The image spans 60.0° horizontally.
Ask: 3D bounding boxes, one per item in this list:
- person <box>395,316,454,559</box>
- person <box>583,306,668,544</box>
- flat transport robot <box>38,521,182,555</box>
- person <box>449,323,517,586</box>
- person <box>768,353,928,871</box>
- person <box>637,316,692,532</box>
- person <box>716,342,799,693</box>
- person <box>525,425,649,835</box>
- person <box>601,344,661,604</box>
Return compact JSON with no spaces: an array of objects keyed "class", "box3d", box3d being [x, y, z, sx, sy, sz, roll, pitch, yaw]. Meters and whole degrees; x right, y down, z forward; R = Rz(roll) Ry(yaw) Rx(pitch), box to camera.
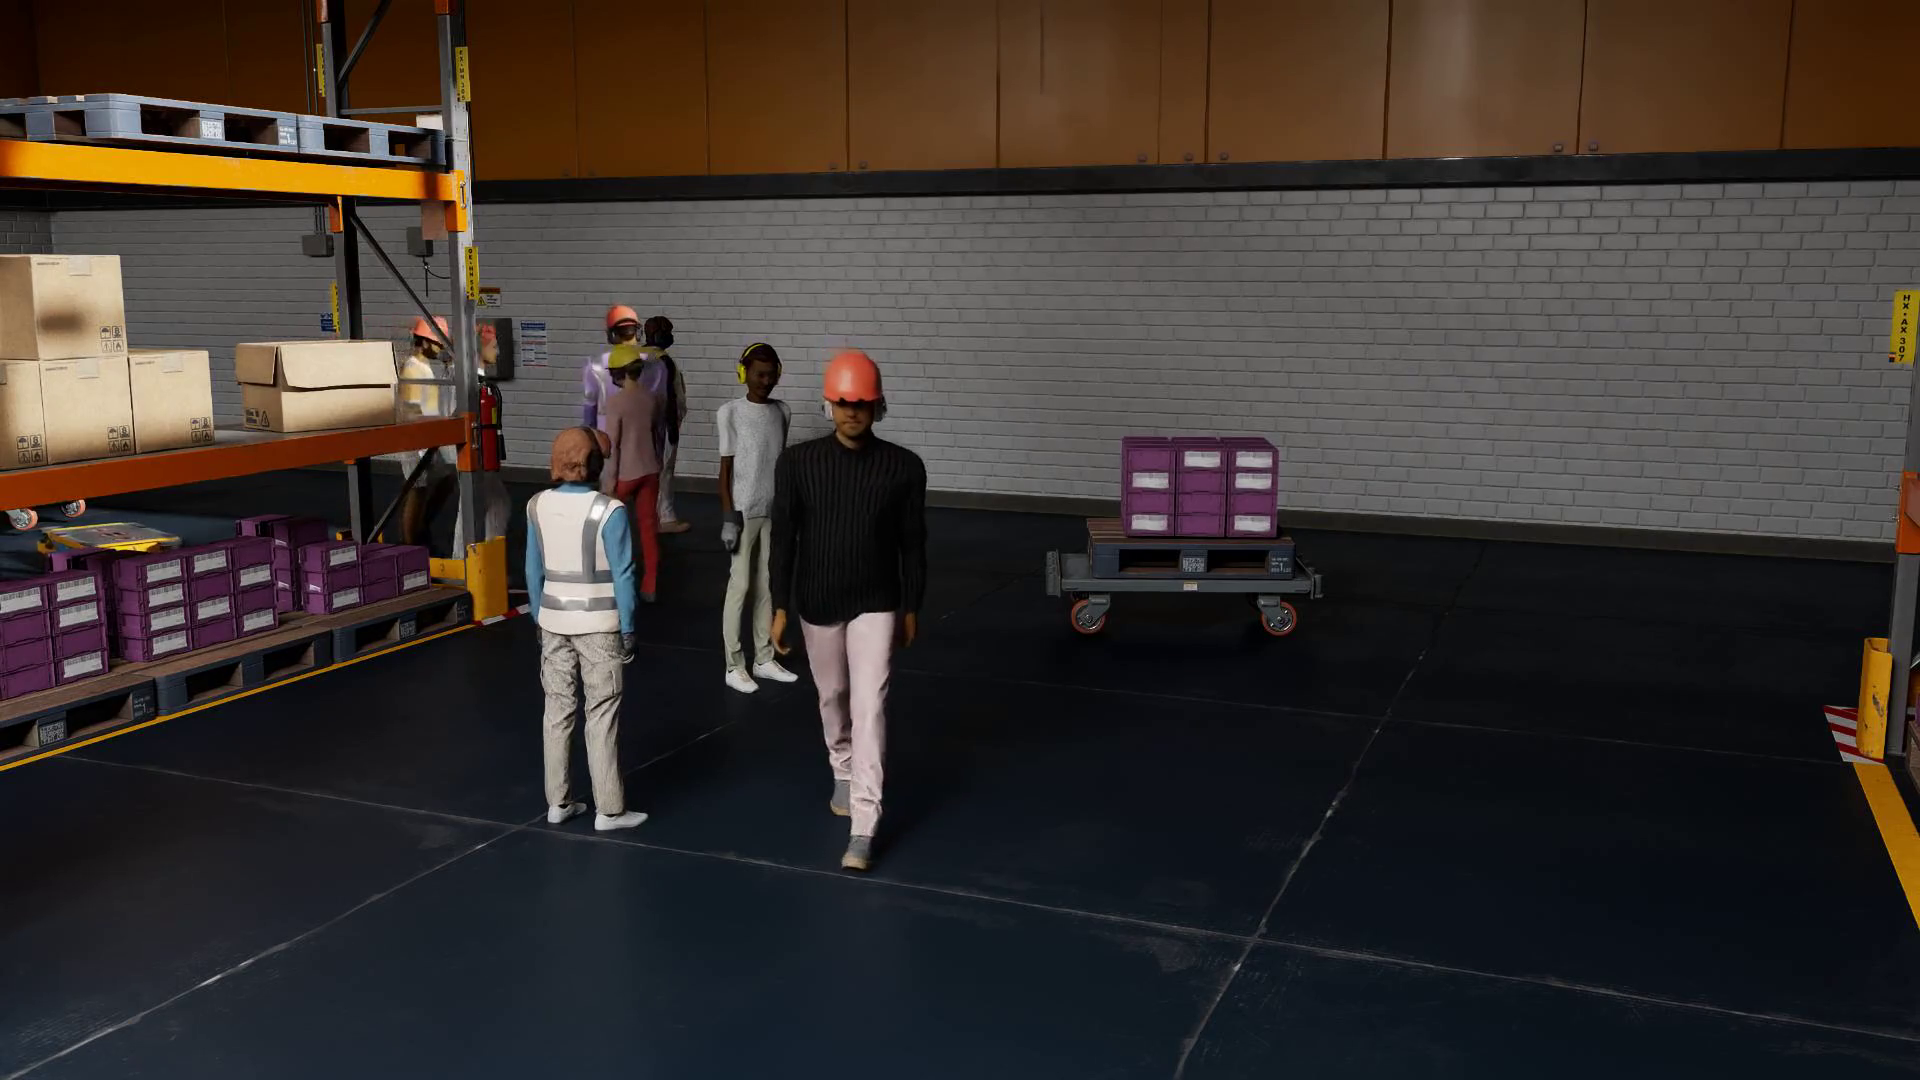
[{"class":"person","box3d":[-4.007,-0.720,12.434,0.510,1.894,0.578,-1,9,-5]},{"class":"person","box3d":[-2.422,-0.705,12.090,0.616,1.975,1.021,-1,9,-9]},{"class":"flat transport robot","box3d":[-6.515,0.040,12.749,0.652,0.197,1.431,-9,13,-42]},{"class":"person","box3d":[-3.371,-0.591,11.755,0.598,1.860,0.582,-3,10,-17]},{"class":"person","box3d":[-0.434,0.236,6.544,0.603,1.945,1.050,0,9,2]},{"class":"person","box3d":[-2.554,-0.989,14.238,0.429,1.844,0.627,-6,11,-31]},{"class":"person","box3d":[-1.075,-0.127,8.949,0.335,1.865,0.520,8,12,41]},{"class":"person","box3d":[-1.509,0.361,6.672,0.523,1.636,0.310,5,11,27]},{"class":"person","box3d":[-2.220,-0.428,11.123,0.486,1.751,0.540,7,12,35]}]
